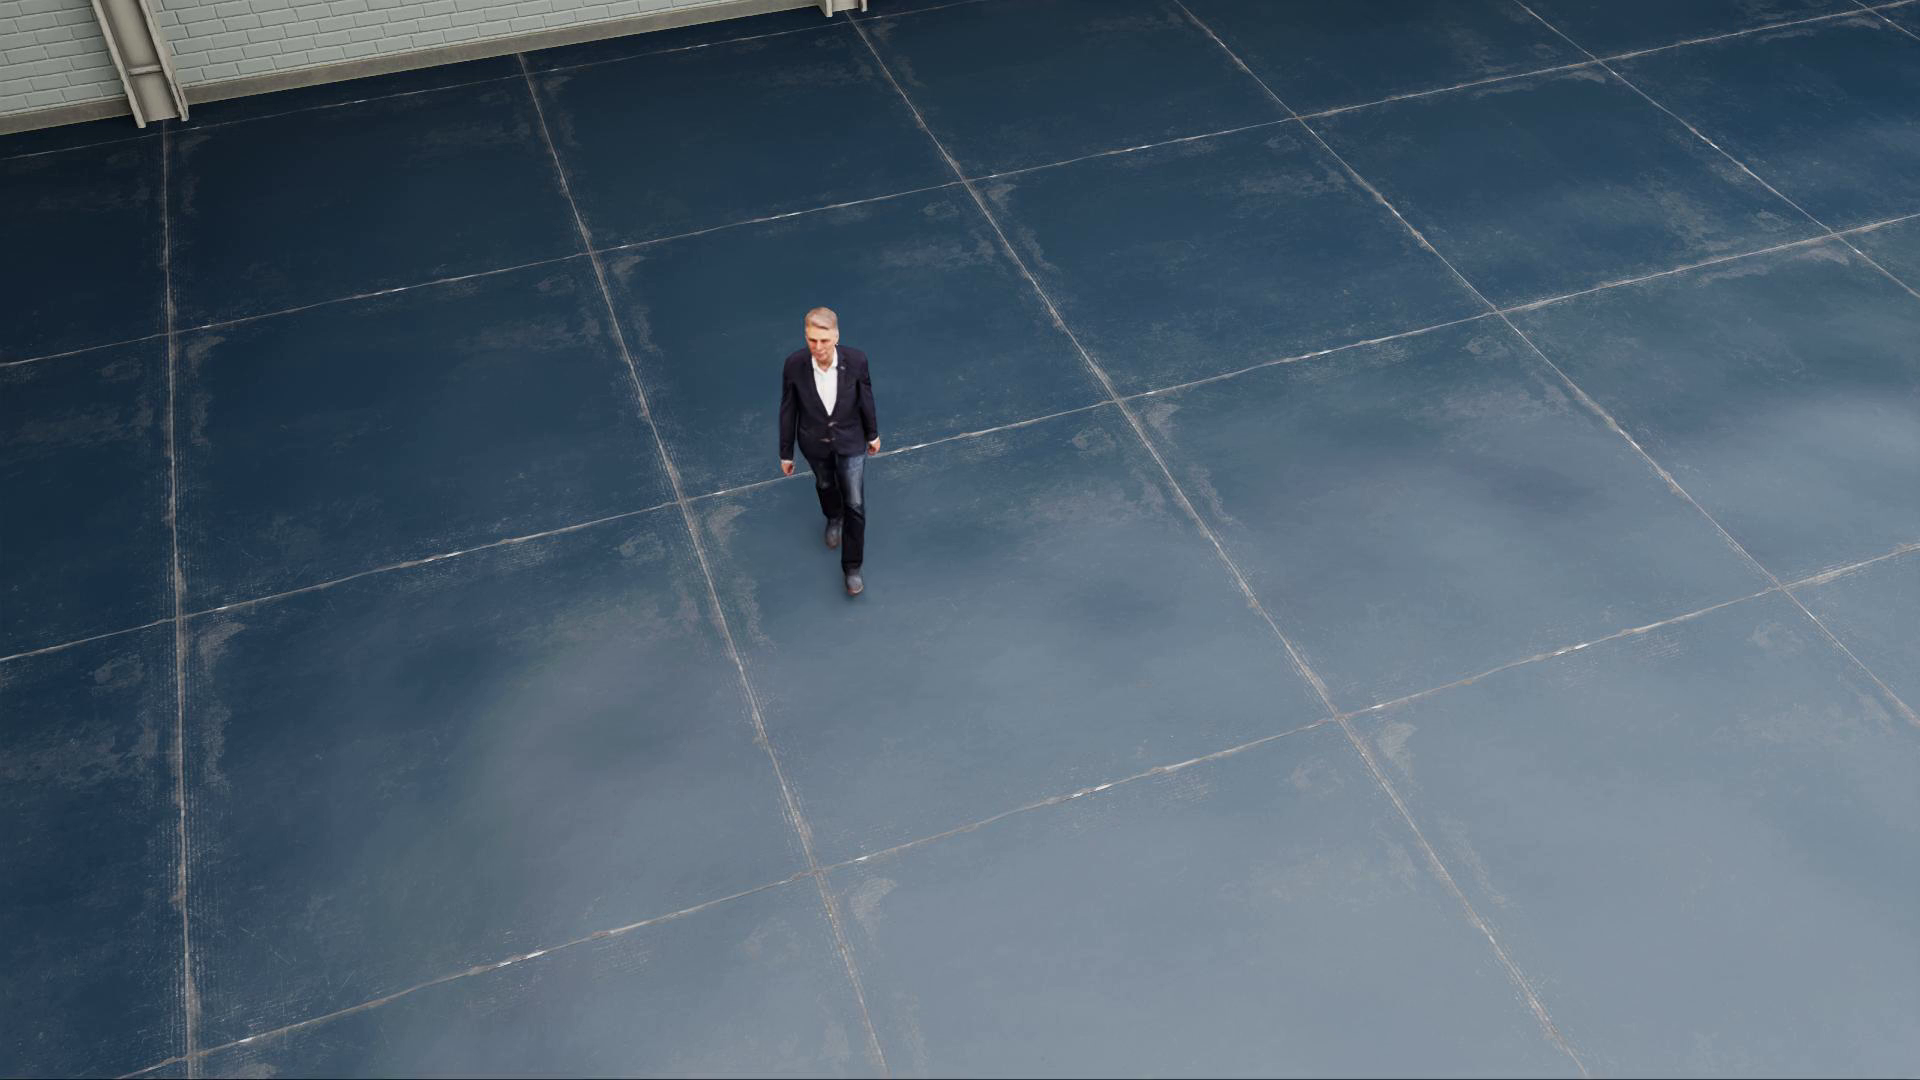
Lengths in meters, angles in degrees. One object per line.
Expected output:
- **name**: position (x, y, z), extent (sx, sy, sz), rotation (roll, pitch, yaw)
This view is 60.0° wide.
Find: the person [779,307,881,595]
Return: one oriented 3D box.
- **person**: position (-0.729, -0.646, 9.599), extent (1.082, 1.784, 1.012), rotation (0, 43, 0)
